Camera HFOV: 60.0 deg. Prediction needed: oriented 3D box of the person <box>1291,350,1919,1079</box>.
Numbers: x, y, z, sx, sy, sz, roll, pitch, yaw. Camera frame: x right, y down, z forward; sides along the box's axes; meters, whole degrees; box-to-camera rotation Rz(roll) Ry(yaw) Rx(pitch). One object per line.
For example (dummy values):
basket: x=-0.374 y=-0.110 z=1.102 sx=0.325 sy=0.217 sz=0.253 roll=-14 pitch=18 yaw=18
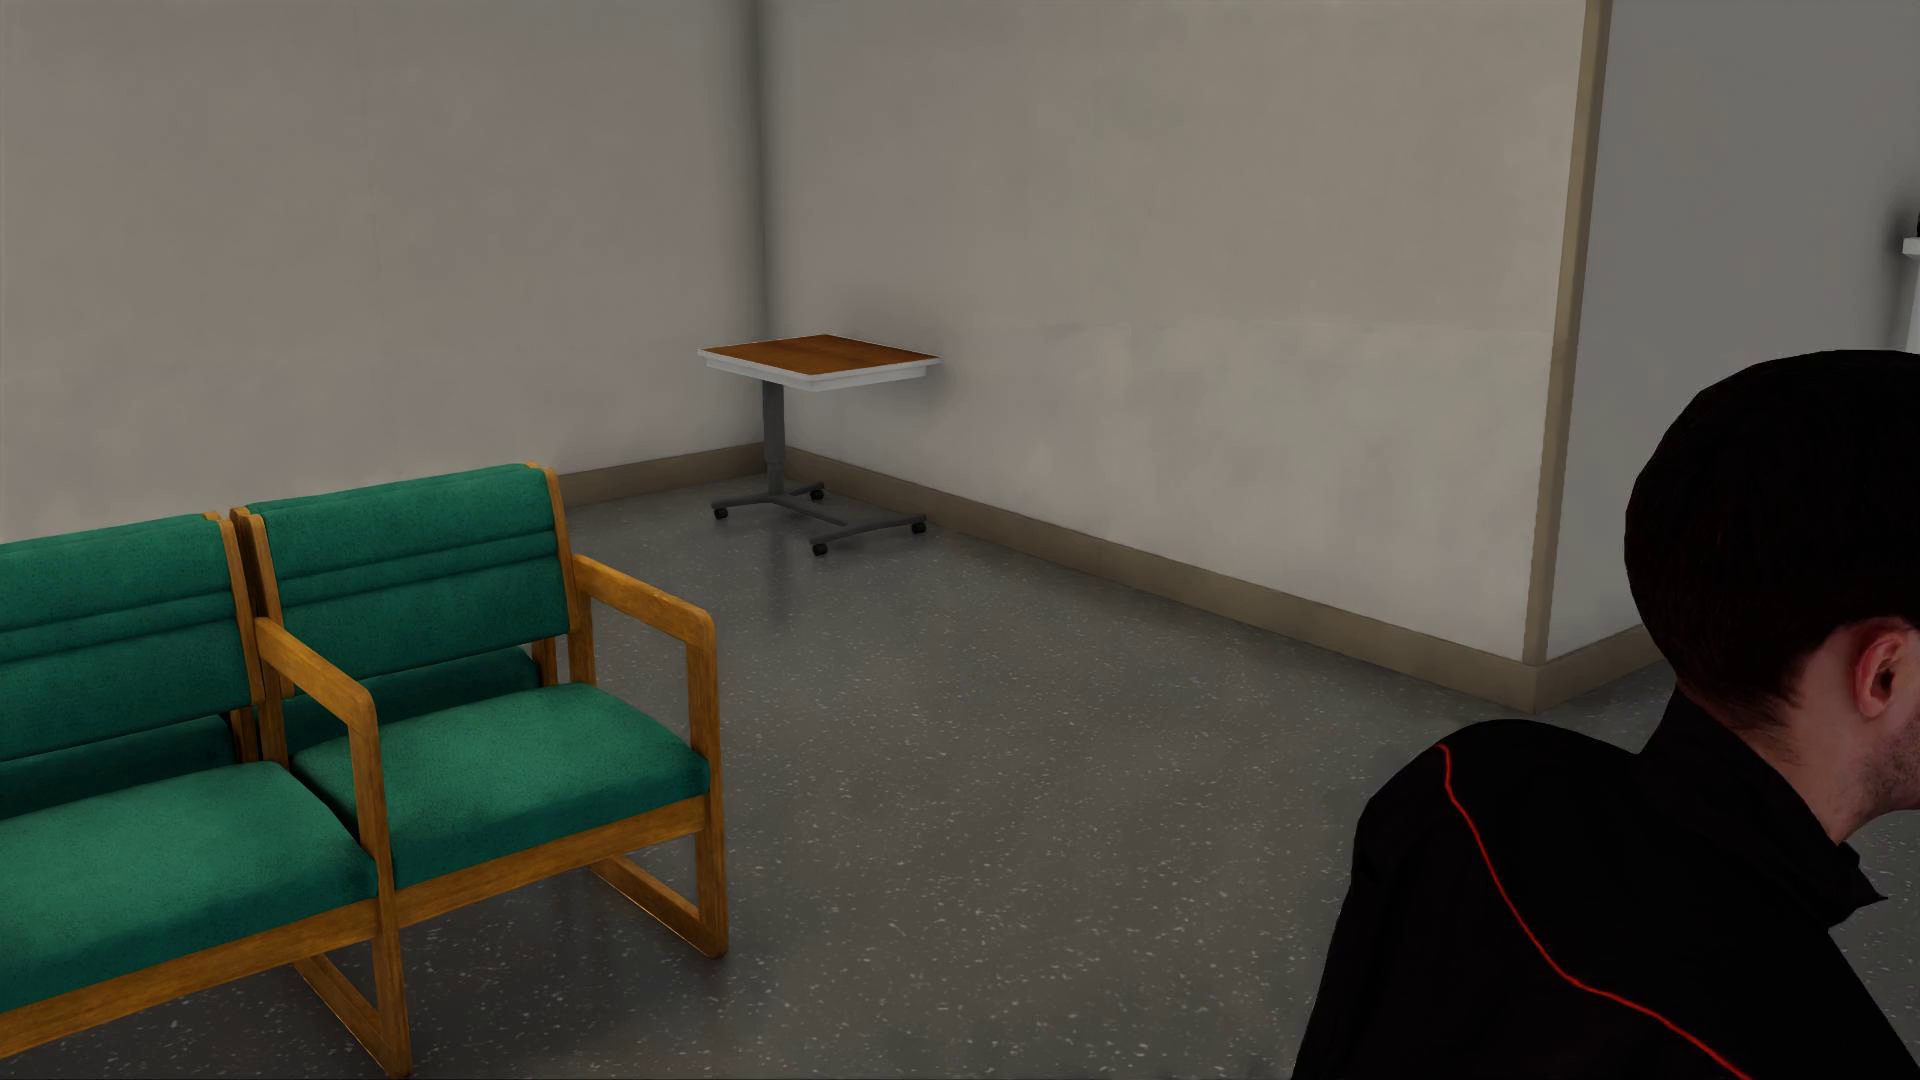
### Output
person: x=0.281 y=0.805 z=1.168 sx=0.984 sy=1.881 sz=0.939 roll=-2 pitch=16 yaw=-9
